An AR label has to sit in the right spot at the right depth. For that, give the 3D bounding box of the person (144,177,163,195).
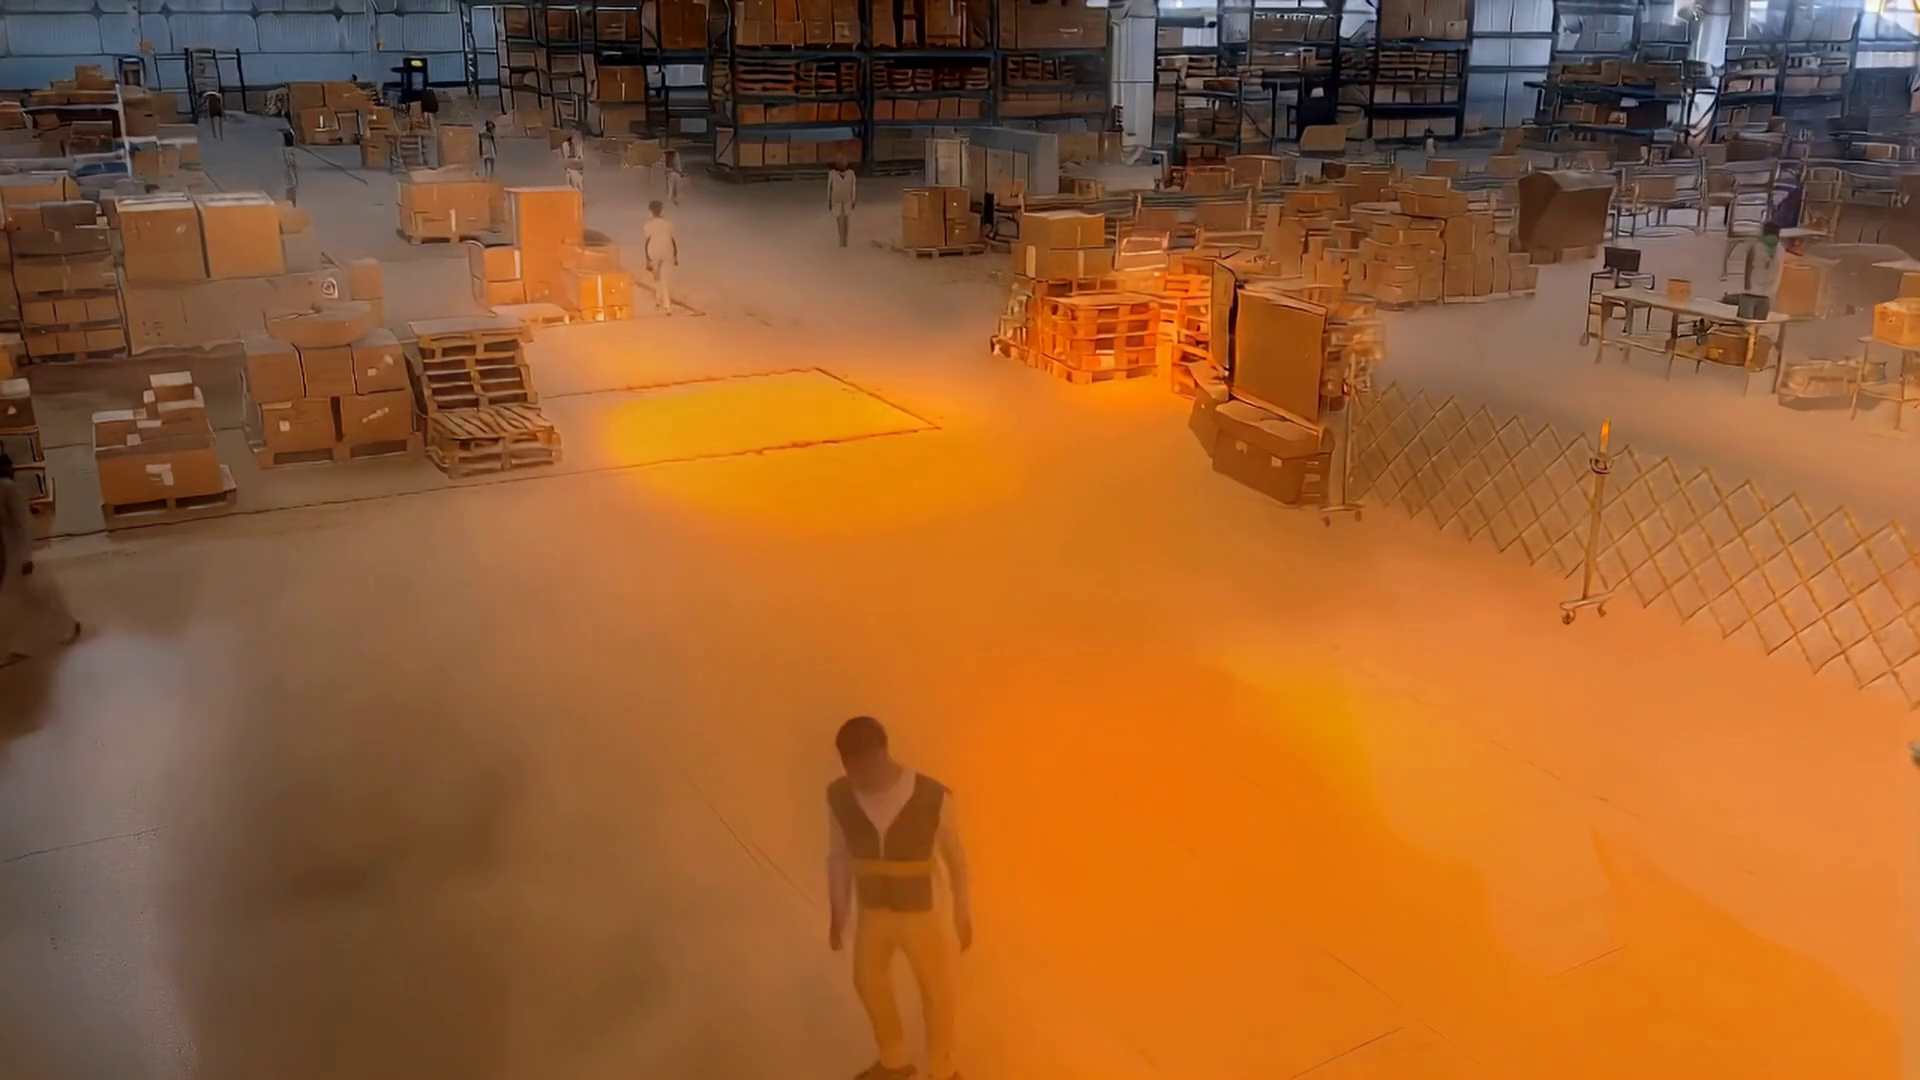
[{"bbox_3d":[-14.033,-5.465,29.438,0.808,1.918,0.548,-1,18,-4],"label":"person"}]

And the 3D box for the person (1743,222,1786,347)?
[{"bbox_3d":[11.713,-3.735,24.245,0.609,1.785,0.953,-2,18,-6],"label":"person"}]

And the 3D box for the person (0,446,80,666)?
[{"bbox_3d":[-7.119,0.064,12.540,0.508,1.695,0.746,1,18,3],"label":"person"}]

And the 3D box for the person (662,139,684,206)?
[{"bbox_3d":[-7.123,-9.120,41.291,0.519,1.628,0.382,5,19,16],"label":"person"}]

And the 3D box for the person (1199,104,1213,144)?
[{"bbox_3d":[8.417,-14.109,56.909,0.504,1.587,0.867,-7,19,-20],"label":"person"}]

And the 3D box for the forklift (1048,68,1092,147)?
[{"bbox_3d":[3.938,-14.074,54.712,1.873,2.768,1.129,-9,20,-26],"label":"forklift"}]

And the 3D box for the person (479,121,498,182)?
[{"bbox_3d":[-13.327,-10.981,46.989,0.321,1.690,0.533,13,22,35],"label":"person"}]

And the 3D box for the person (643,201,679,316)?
[{"bbox_3d":[-4.783,-4.524,26.694,0.548,1.811,1.033,-6,19,-17],"label":"person"}]

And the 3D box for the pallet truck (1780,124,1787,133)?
[{"bbox_3d":[25.206,-12.542,52.601,1.601,1.201,0.680,0,18,-2],"label":"pallet truck"}]

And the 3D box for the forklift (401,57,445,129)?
[{"bbox_3d":[-21.856,-18.048,67.101,1.873,2.768,1.129,13,22,36],"label":"forklift"}]

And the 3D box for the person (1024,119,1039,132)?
[{"bbox_3d":[2.101,-11.485,48.645,0.515,1.636,0.314,11,21,30],"label":"person"}]

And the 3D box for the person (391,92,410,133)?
[{"bbox_3d":[-19.577,-14.708,58.257,0.593,1.912,0.387,-7,19,-20],"label":"person"}]

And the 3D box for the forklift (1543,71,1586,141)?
[{"bbox_3d":[18.685,-13.231,52.085,1.873,2.768,1.129,-9,20,-26],"label":"forklift"}]

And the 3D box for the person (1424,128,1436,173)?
[{"bbox_3d":[12.689,-10.297,44.962,0.281,1.624,0.493,2,18,6],"label":"person"}]

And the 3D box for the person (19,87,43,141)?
[{"bbox_3d":[-34.357,-15.746,61.445,0.629,1.936,0.371,4,18,13],"label":"person"}]

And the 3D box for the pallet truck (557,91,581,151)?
[{"bbox_3d":[-13.495,-14.412,57.188,0.823,1.965,1.885,-3,18,-9],"label":"pallet truck"}]

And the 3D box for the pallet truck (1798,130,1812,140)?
[{"bbox_3d":[25.526,-11.556,49.408,1.630,1.274,0.653,-9,20,-26],"label":"pallet truck"}]

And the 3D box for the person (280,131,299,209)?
[{"bbox_3d":[-15.838,-8.673,39.371,0.378,1.958,0.606,-15,23,-39],"label":"person"}]

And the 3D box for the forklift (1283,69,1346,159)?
[{"bbox_3d":[11.615,-13.871,54.079,1.129,2.768,1.873,-9,20,-27],"label":"forklift"}]

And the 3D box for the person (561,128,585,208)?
[{"bbox_3d":[-9.480,-9.123,40.821,0.540,1.930,0.384,-4,18,-11],"label":"person"}]

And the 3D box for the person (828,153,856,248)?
[{"bbox_3d":[-2.431,-7.052,34.408,0.561,1.909,0.932,0,18,0],"label":"person"}]

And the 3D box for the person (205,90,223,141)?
[{"bbox_3d":[-27.606,-15.715,61.519,0.429,1.837,0.629,14,22,37],"label":"person"}]

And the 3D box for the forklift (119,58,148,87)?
[{"bbox_3d":[-32.471,-17.572,65.617,1.129,2.768,1.873,-9,20,-26],"label":"forklift"}]

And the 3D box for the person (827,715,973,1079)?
[{"bbox_3d":[-0.230,1.636,7.369,0.714,1.880,0.394,5,19,16],"label":"person"}]

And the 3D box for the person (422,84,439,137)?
[{"bbox_3d":[-20.037,-16.272,63.033,0.608,1.970,0.899,-14,23,-38],"label":"person"}]

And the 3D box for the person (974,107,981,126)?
[{"bbox_3d":[0.557,-13.517,54.947,0.850,1.656,0.536,-8,20,-25],"label":"person"}]
